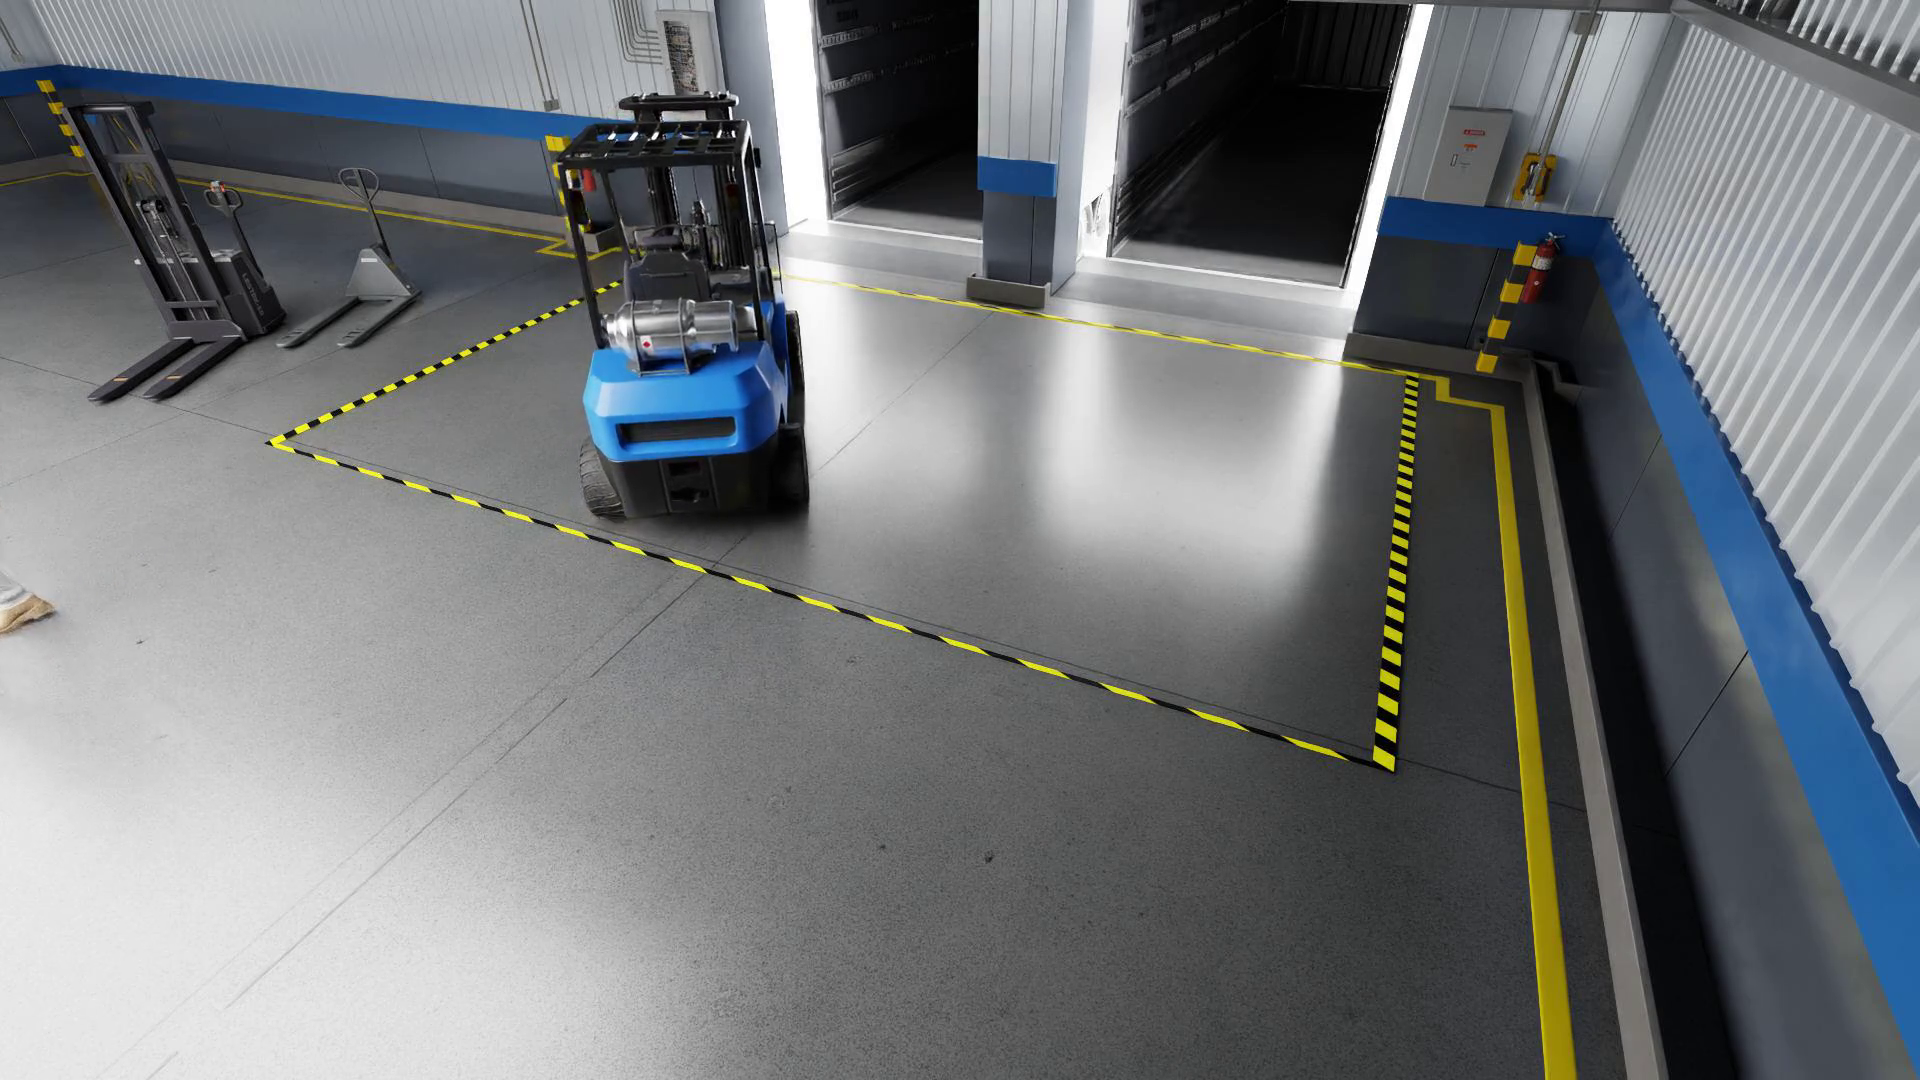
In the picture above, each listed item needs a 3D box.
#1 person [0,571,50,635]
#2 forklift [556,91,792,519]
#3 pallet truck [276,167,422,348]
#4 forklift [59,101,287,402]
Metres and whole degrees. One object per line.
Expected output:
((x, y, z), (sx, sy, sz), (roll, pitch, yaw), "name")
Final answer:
((-5.227, -0.118, 4.346), (0.679, 1.797, 0.765), (20, 39, 26), "person")
((-1.806, -1.682, 6.115), (1.157, 2.036, 2.680), (-5, 35, -7), "forklift")
((-5.732, -2.611, 8.414), (0.680, 1.201, 1.601), (-1, 35, -1), "pallet truck")
((-6.686, -2.387, 7.434), (0.823, 1.965, 1.885), (-3, 35, -5), "forklift")
